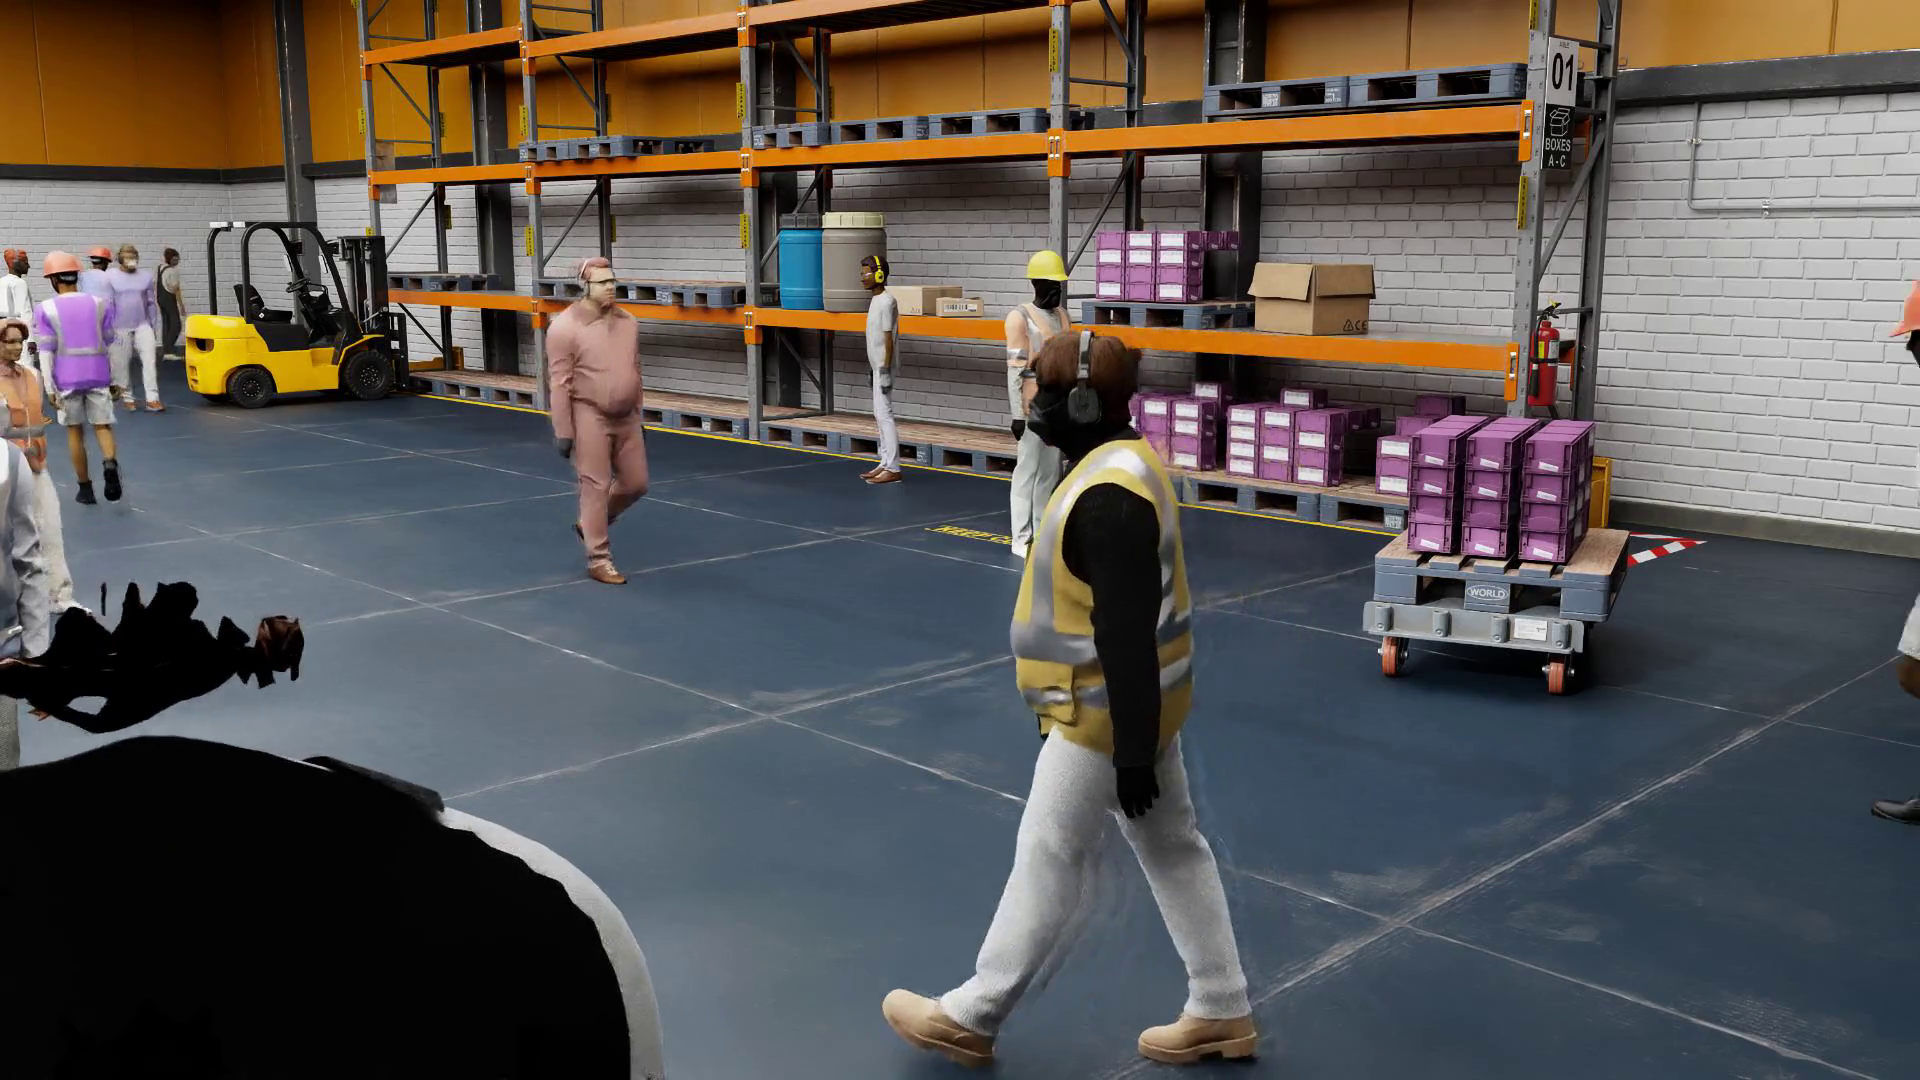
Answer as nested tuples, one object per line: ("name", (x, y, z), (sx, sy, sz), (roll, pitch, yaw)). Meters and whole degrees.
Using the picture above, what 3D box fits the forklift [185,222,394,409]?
("forklift", (-8.169, -2.758, 20.163), (2.313, 2.155, 1.214), (-10, 14, -44))

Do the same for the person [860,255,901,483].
("person", (-0.654, -1.394, 13.652), (0.320, 1.861, 0.515), (-2, 11, -13))

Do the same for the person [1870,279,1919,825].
("person", (3.347, 0.077, 5.518), (0.551, 1.905, 0.603), (-9, 14, -41))

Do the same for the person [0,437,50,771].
("person", (-2.675, 0.327, 4.321), (0.588, 1.835, 0.403), (-8, 13, -38))

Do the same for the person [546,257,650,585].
("person", (-2.118, -0.693, 9.720), (0.521, 1.898, 0.656), (8, 13, 36))

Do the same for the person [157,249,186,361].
("person", (-12.729, -3.763, 26.719), (0.623, 1.812, 0.391), (8, 13, 37))

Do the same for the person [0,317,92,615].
("person", (-5.091, -0.382, 8.827), (0.811, 1.605, 0.526), (3, 11, 16))

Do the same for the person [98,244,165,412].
("person", (-9.409, -2.393, 18.944), (0.649, 1.903, 0.864), (-10, 14, -43))

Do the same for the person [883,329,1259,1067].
("person", (0.305, 0.405, 3.983), (0.942, 1.798, 0.652), (2, 11, 9))

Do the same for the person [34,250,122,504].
("person", (-6.533, -1.190, 12.388), (0.565, 1.912, 0.651), (-9, 14, -39))

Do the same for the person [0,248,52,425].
("person", (-10.040, -2.162, 17.763), (0.581, 1.882, 0.339), (8, 13, 39))

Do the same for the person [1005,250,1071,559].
("person", (0.527, -0.843, 10.452), (0.371, 1.925, 0.595), (8, 13, 38))

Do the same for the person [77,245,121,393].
("person", (-10.970, -2.777, 21.089), (0.595, 1.903, 0.756), (3, 11, 14))
